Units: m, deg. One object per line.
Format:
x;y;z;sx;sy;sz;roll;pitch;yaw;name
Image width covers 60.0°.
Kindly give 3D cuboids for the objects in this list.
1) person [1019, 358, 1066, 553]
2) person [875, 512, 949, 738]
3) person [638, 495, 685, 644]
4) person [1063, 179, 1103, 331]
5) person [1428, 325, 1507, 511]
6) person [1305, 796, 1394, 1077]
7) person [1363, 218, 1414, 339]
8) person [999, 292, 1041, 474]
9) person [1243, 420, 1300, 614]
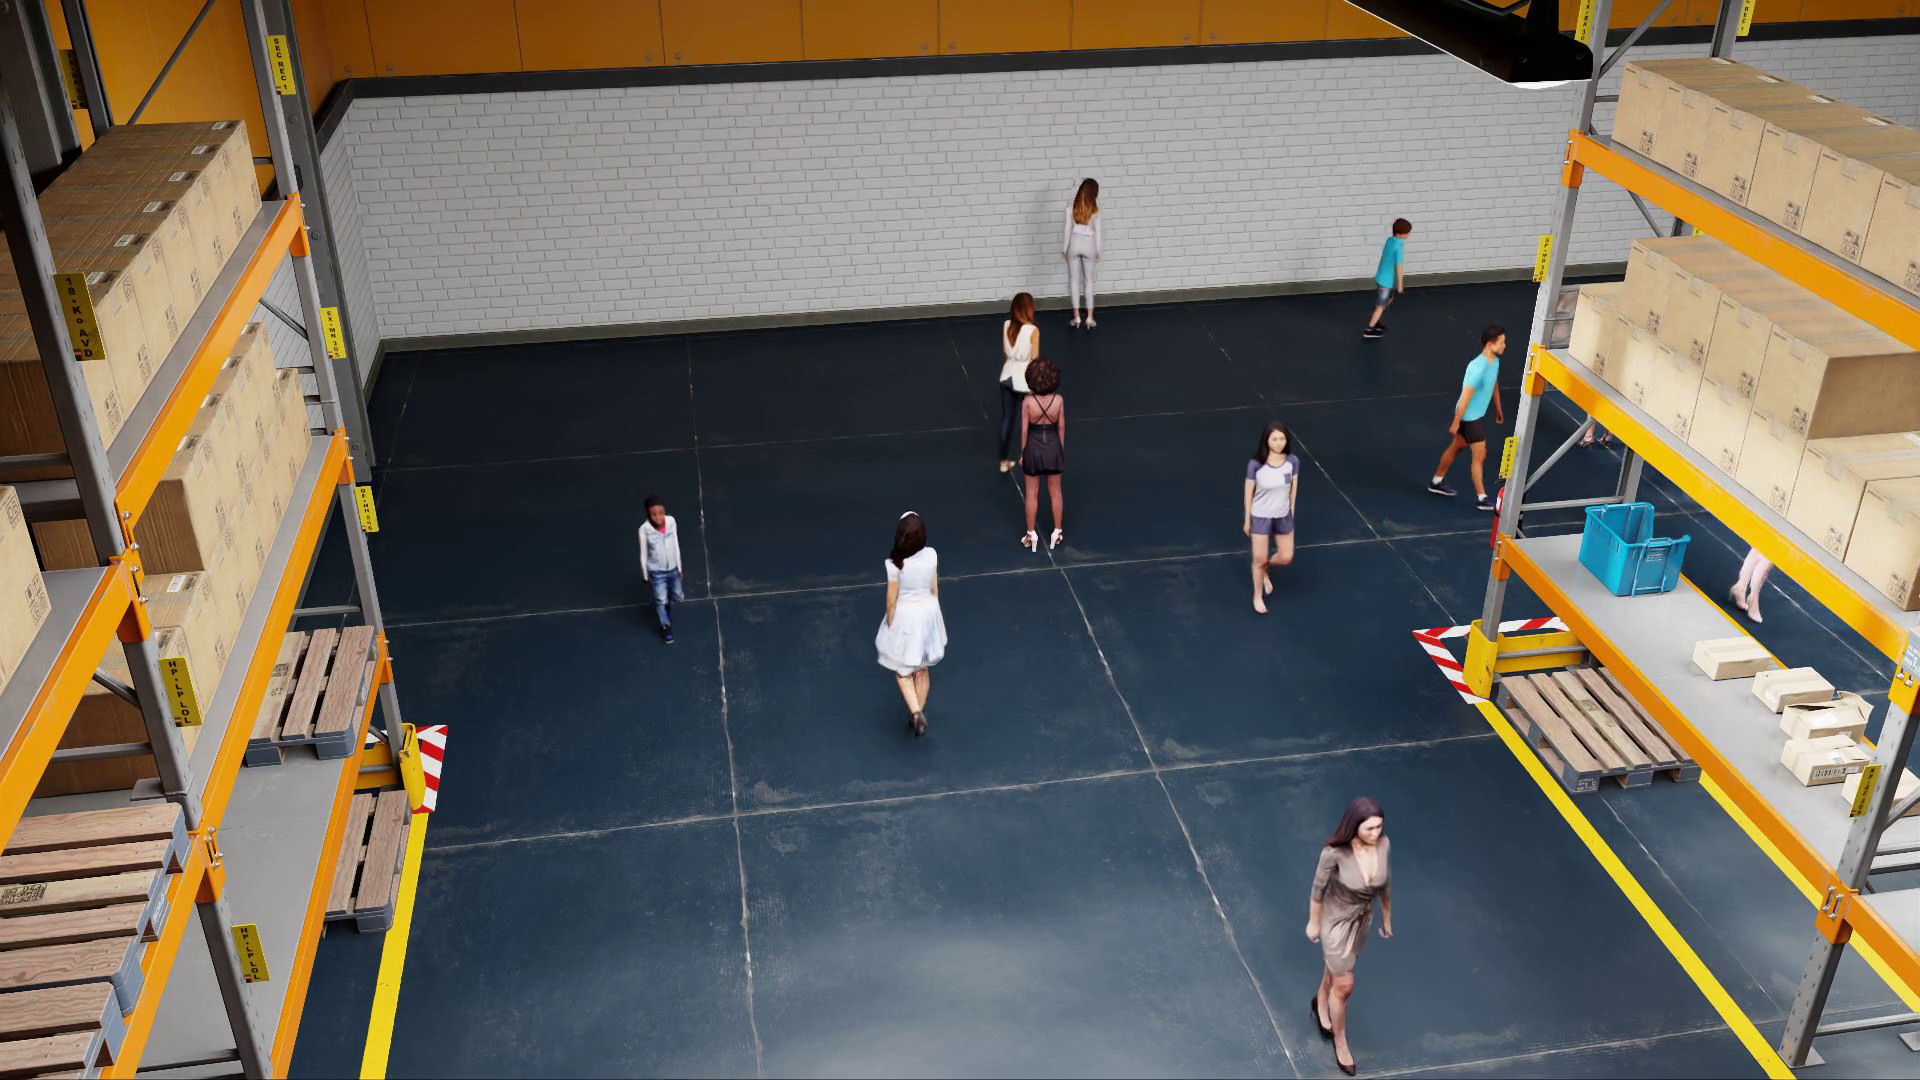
0.717;-0.732;14.441;0.561;1.788;0.531;-4;29;-7;person
-0.287;0.672;11.848;0.762;1.807;0.902;-10;30;-18;person
-2.397;0.183;13.325;0.605;1.250;0.756;-14;32;-24;person
1.386;-3.294;19.172;0.653;1.755;0.663;-4;29;-7;person
4.592;-1.148;15.249;1.107;1.744;1.055;18;33;29;person
2.116;2.097;9.319;0.726;1.728;0.841;-12;31;-21;person
4.818;-2.984;18.956;0.625;1.419;0.543;-7;29;-13;person
0.503;-1.459;15.809;1.028;1.755;1.098;17;33;28;person
2.519;-0.229;13.619;0.588;1.693;0.624;-5;29;-9;person
